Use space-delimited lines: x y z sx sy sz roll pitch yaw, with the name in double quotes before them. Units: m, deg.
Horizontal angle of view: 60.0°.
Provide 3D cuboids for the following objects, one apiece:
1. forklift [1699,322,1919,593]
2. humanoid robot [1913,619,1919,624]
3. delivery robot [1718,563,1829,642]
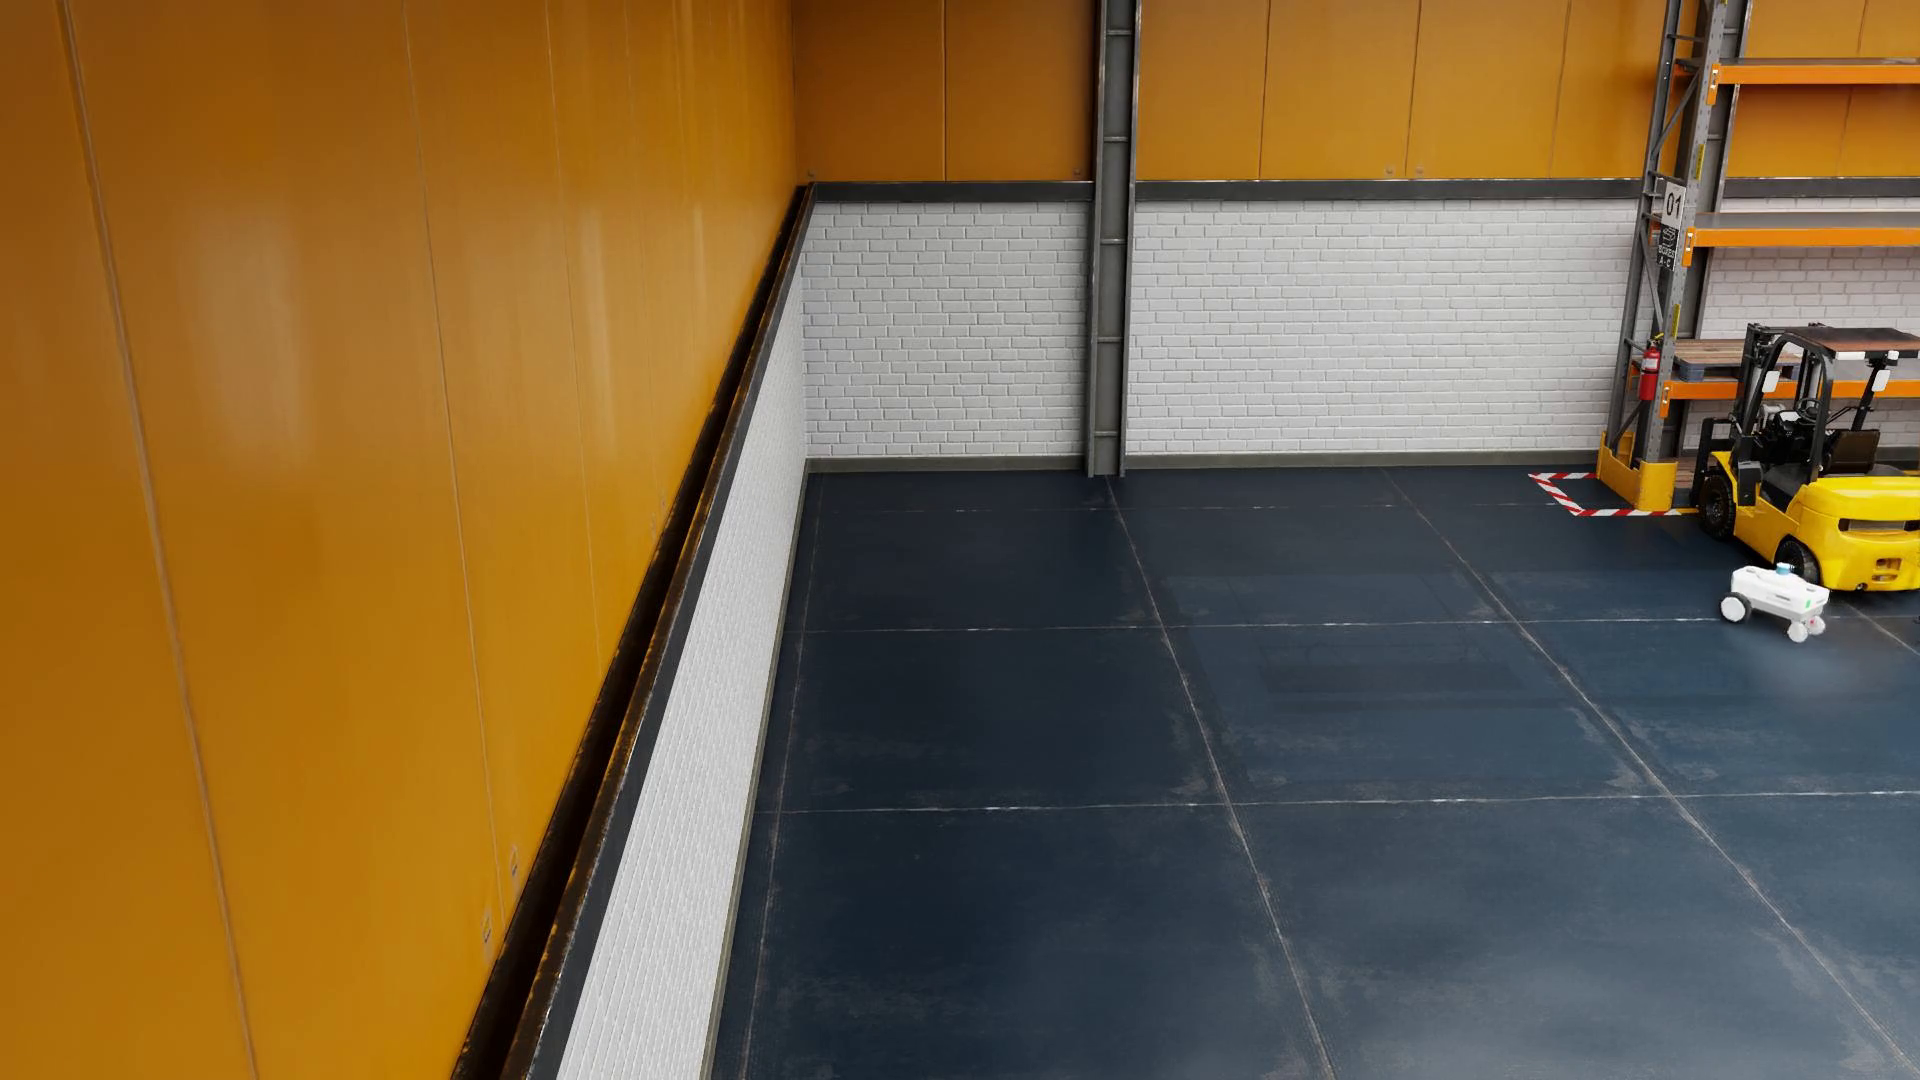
"forklift" 7.809 -0.792 14.926 1.214 2.155 2.313 -1 20 -2
"humanoid robot" 8.075 0.015 13.470 0.396 1.634 0.590 10 23 26
"delivery robot" 6.782 0.485 13.847 0.499 0.610 0.804 -14 24 -33
